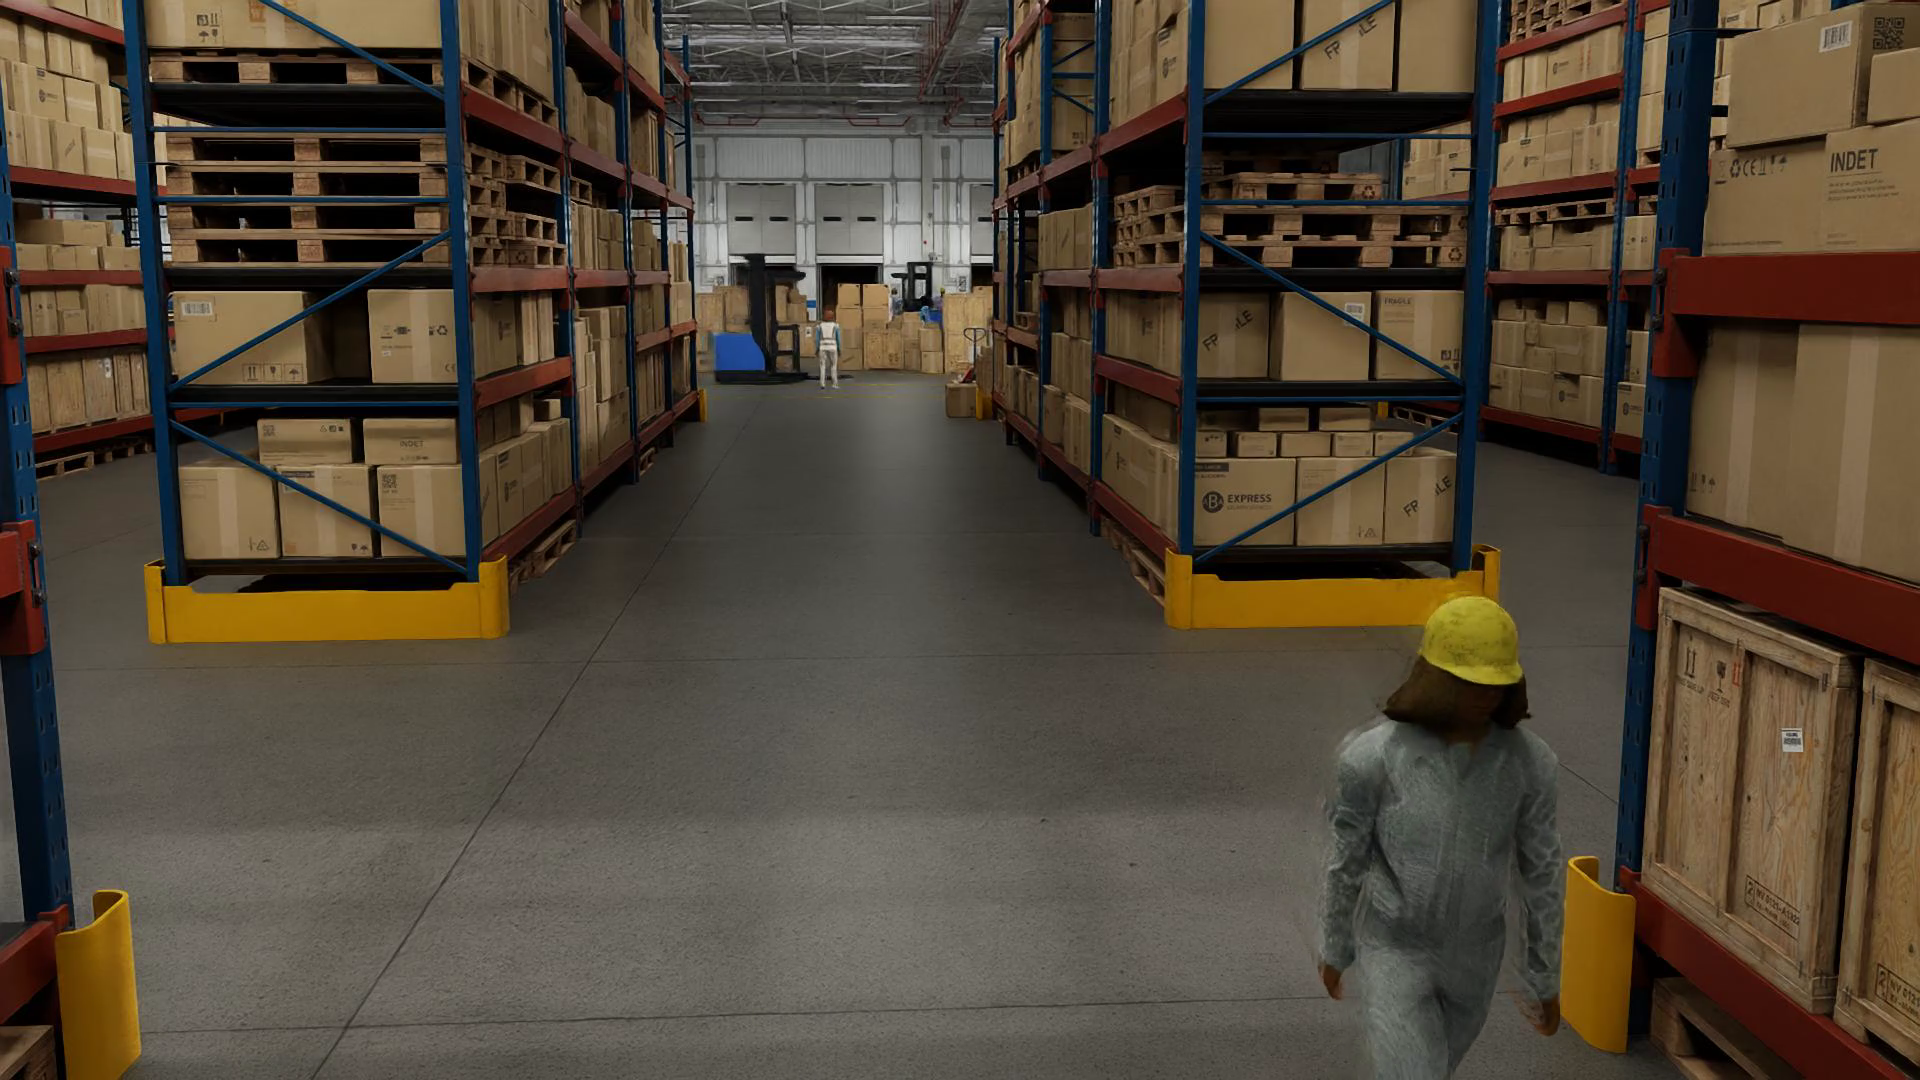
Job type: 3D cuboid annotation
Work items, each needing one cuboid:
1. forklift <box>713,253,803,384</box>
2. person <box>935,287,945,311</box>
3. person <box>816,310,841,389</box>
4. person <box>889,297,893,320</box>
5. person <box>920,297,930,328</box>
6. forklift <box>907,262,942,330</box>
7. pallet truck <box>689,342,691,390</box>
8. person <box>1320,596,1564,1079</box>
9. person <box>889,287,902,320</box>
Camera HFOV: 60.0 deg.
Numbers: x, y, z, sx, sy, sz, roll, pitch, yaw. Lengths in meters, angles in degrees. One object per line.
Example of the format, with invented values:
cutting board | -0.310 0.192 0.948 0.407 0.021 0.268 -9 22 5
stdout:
forklift | -4.418 -4.825 36.129 1.873 2.768 1.129 -2 9 -11
person | -0.639 -8.309 60.987 0.584 1.928 0.373 -1 9 -5
person | -2.727 -3.946 34.504 0.523 1.637 0.310 1 9 4
person | -2.473 -7.271 54.527 0.693 1.915 0.366 -6 11 -32
person | -1.140 -6.834 52.486 0.380 1.685 0.535 2 9 15
forklift | -1.389 -8.379 58.443 1.129 2.768 1.873 -7 12 -38
pallet truck | -5.225 -3.008 27.480 1.885 1.965 0.823 2 9 14
person | 1.074 0.926 3.775 0.500 1.685 0.977 -1 9 -7
person | -2.312 -7.829 57.975 0.636 1.931 0.377 3 10 20
